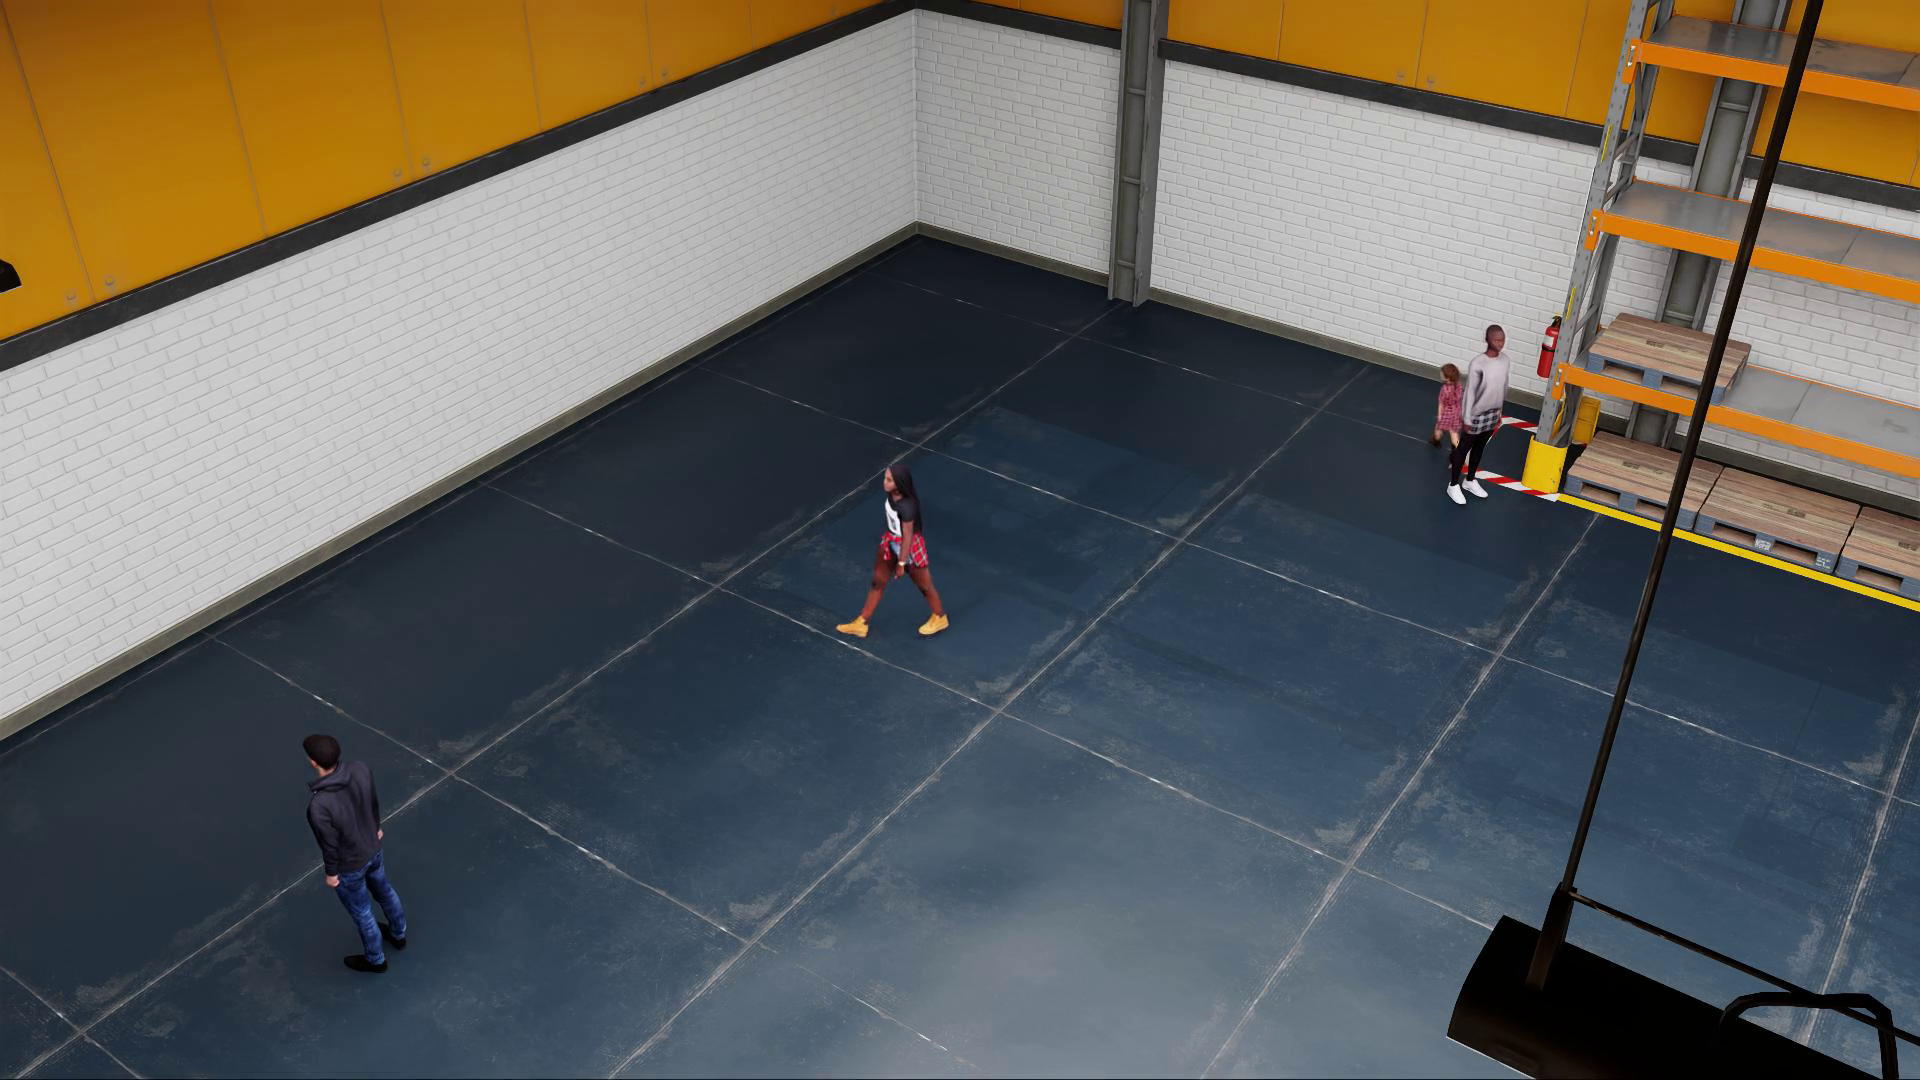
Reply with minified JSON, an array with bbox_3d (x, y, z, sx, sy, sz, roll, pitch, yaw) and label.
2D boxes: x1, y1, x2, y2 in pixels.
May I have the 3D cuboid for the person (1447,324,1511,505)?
[{"bbox_3d":[4.837,-1.192,15.470,0.695,1.772,0.696,-15,37,-22],"label":"person"}]

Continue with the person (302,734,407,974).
[{"bbox_3d":[-3.851,1.987,10.578,0.665,1.894,0.735,11,35,16],"label":"person"}]

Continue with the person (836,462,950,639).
[{"bbox_3d":[-0.364,0.100,13.615,1.035,1.675,1.186,-15,37,-22],"label":"person"}]

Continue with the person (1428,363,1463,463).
[{"bbox_3d":[4.797,-1.244,16.242,0.702,1.004,0.786,-6,34,-9],"label":"person"}]
